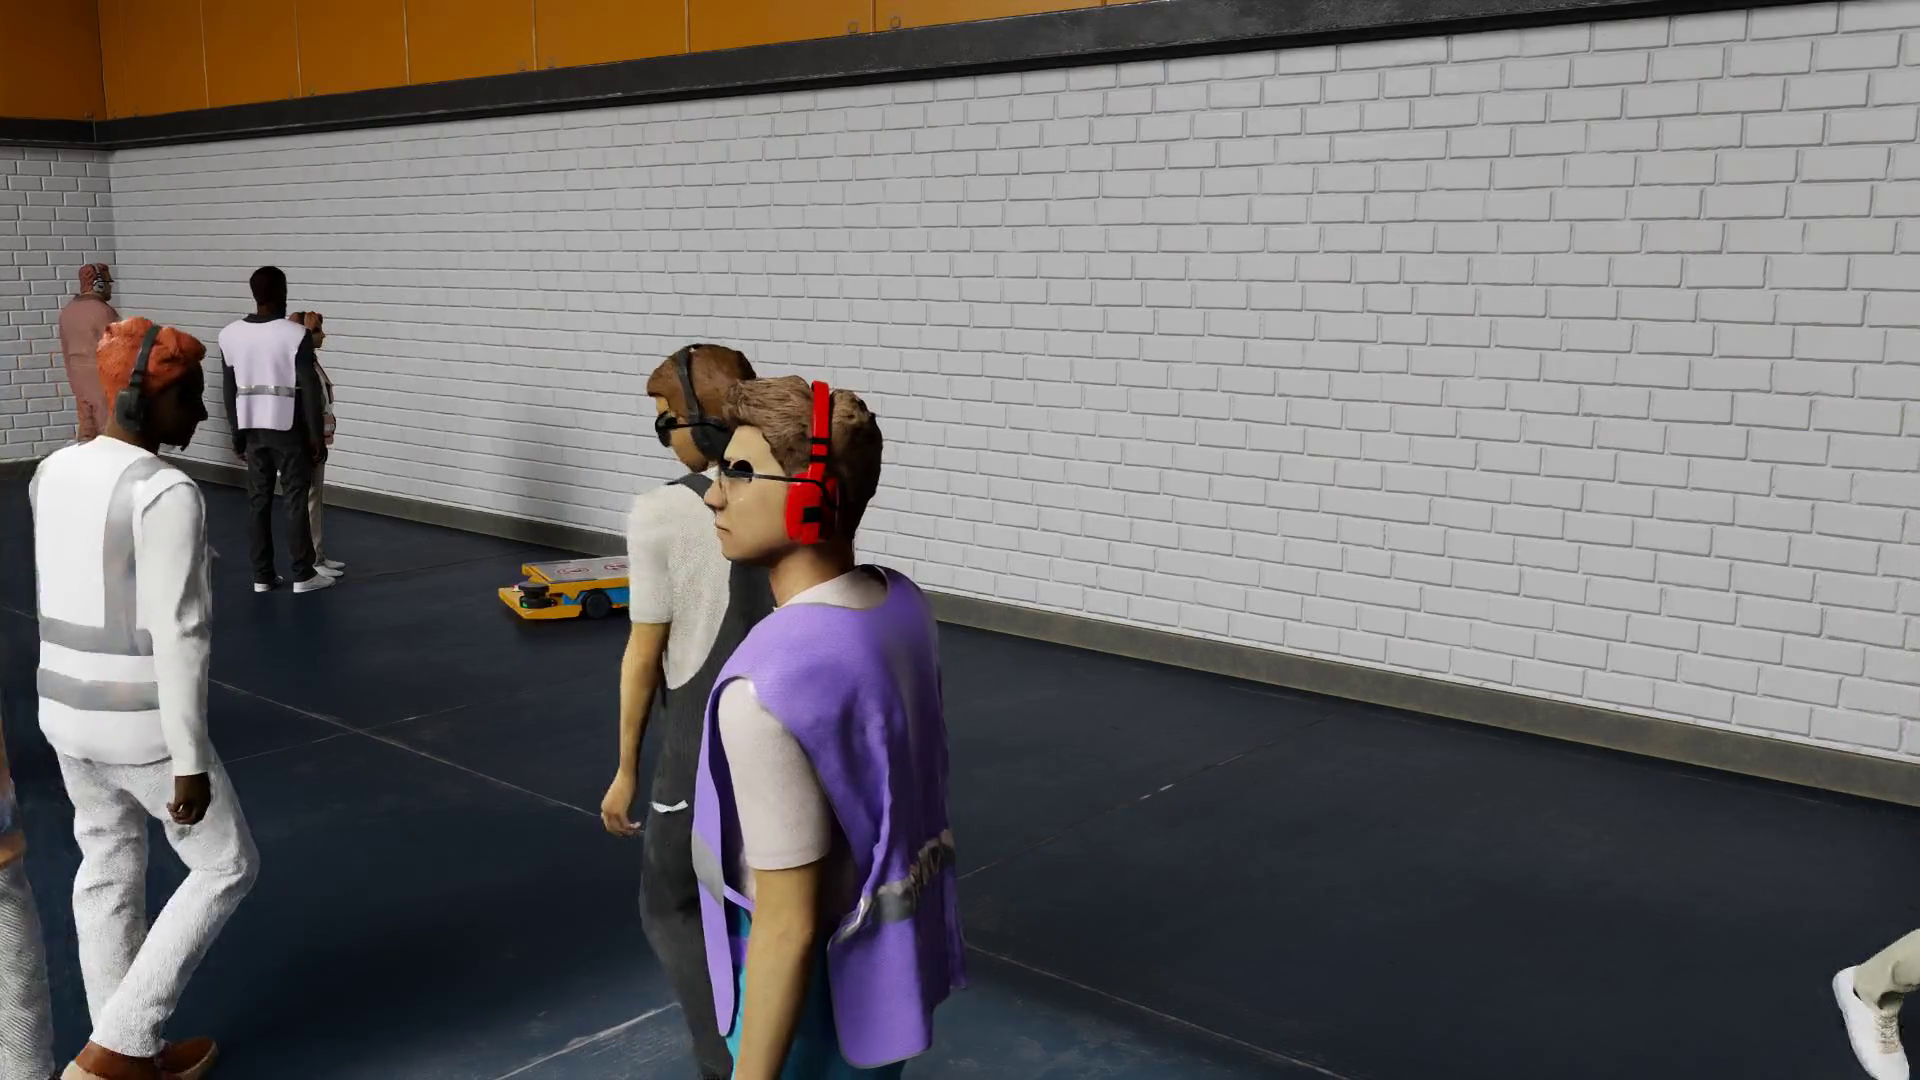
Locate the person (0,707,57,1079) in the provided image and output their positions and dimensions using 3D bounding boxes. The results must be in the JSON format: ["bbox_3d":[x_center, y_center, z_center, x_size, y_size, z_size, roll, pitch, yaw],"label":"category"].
[{"bbox_3d":[-1.531,0.721,2.091,0.584,1.889,0.915,-1,10,-3],"label":"person"}]

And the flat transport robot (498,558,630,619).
[{"bbox_3d":[-1.841,0.236,9.475,1.431,0.197,0.652,-5,11,-27],"label":"flat transport robot"}]

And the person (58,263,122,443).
[{"bbox_3d":[-6.634,-1.180,12.884,0.645,1.907,0.400,6,12,31],"label":"person"}]

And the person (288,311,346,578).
[{"bbox_3d":[-4.007,-0.589,10.274,0.307,1.641,0.514,-3,10,-17],"label":"person"}]

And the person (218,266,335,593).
[{"bbox_3d":[-4.018,-0.639,9.770,0.615,1.916,0.402,1,10,8],"label":"person"}]

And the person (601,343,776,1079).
[{"bbox_3d":[-0.470,0.490,3.612,0.624,1.822,0.376,-6,11,-29],"label":"person"}]

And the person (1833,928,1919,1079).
[{"bbox_3d":[2.395,0.485,3.647,0.534,1.834,0.910,-3,10,-17],"label":"person"}]

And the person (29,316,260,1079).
[{"bbox_3d":[-1.881,0.428,3.821,0.609,1.872,0.420,5,11,28],"label":"person"}]

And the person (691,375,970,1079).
[{"bbox_3d":[-0.187,0.688,2.403,0.379,1.849,0.570,3,10,16],"label":"person"}]
